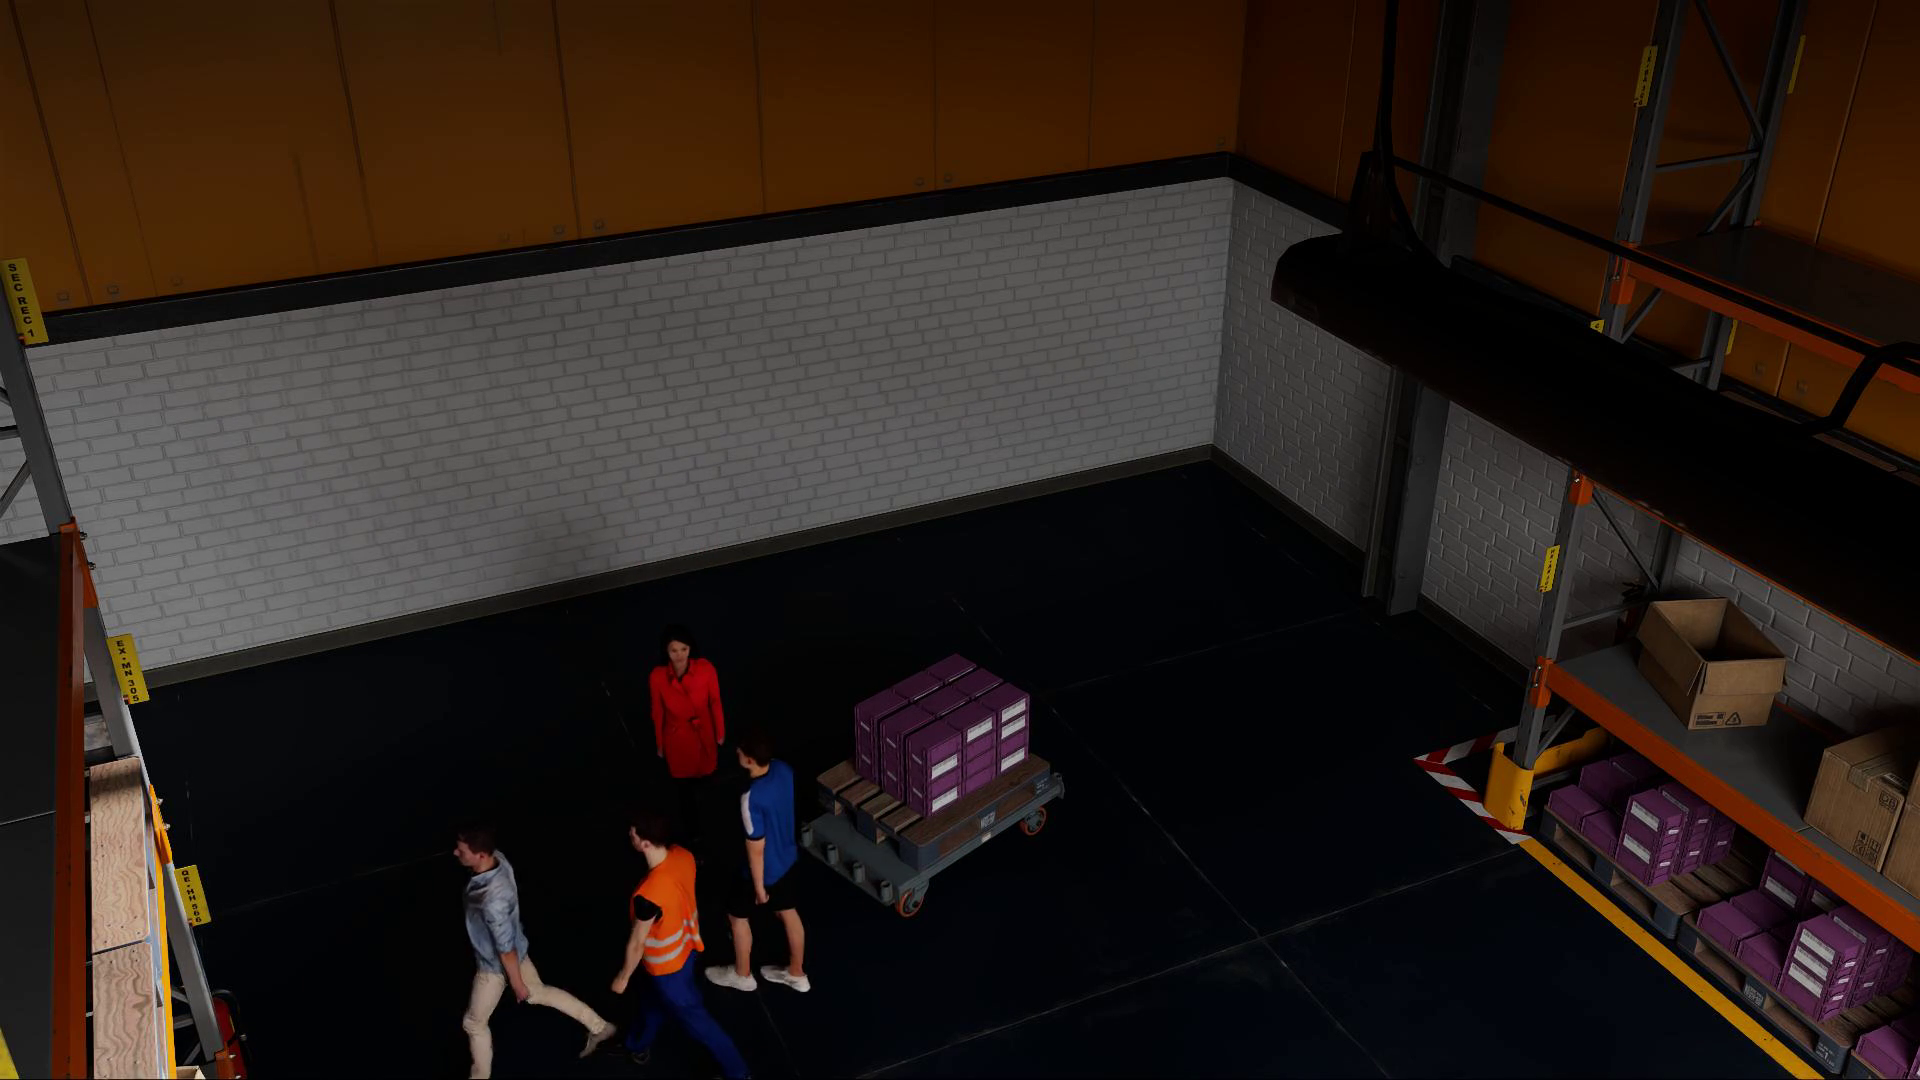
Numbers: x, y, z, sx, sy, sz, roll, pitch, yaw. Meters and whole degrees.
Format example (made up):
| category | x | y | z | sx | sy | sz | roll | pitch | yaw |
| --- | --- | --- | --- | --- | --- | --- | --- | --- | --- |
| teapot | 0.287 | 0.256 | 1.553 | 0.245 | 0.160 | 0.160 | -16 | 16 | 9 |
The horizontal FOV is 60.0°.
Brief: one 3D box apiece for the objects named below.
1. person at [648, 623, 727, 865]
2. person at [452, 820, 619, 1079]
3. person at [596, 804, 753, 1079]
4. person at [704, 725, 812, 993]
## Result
| category | x | y | z | sx | sy | sz | roll | pitch | yaw |
| --- | --- | --- | --- | --- | --- | --- | --- | --- | --- |
| person | -1.768 | 1.259 | 10.820 | 0.711 | 1.729 | 0.958 | -7 | 29 | -12 |
| person | -2.368 | 2.226 | 8.958 | 0.881 | 1.814 | 1.215 | -7 | 29 | -12 |
| person | -1.465 | 2.251 | 8.885 | 1.127 | 1.840 | 1.195 | 4 | 29 | 7 |
| person | -1.024 | 1.867 | 9.578 | 0.986 | 1.851 | 0.916 | 12 | 31 | 20 |
